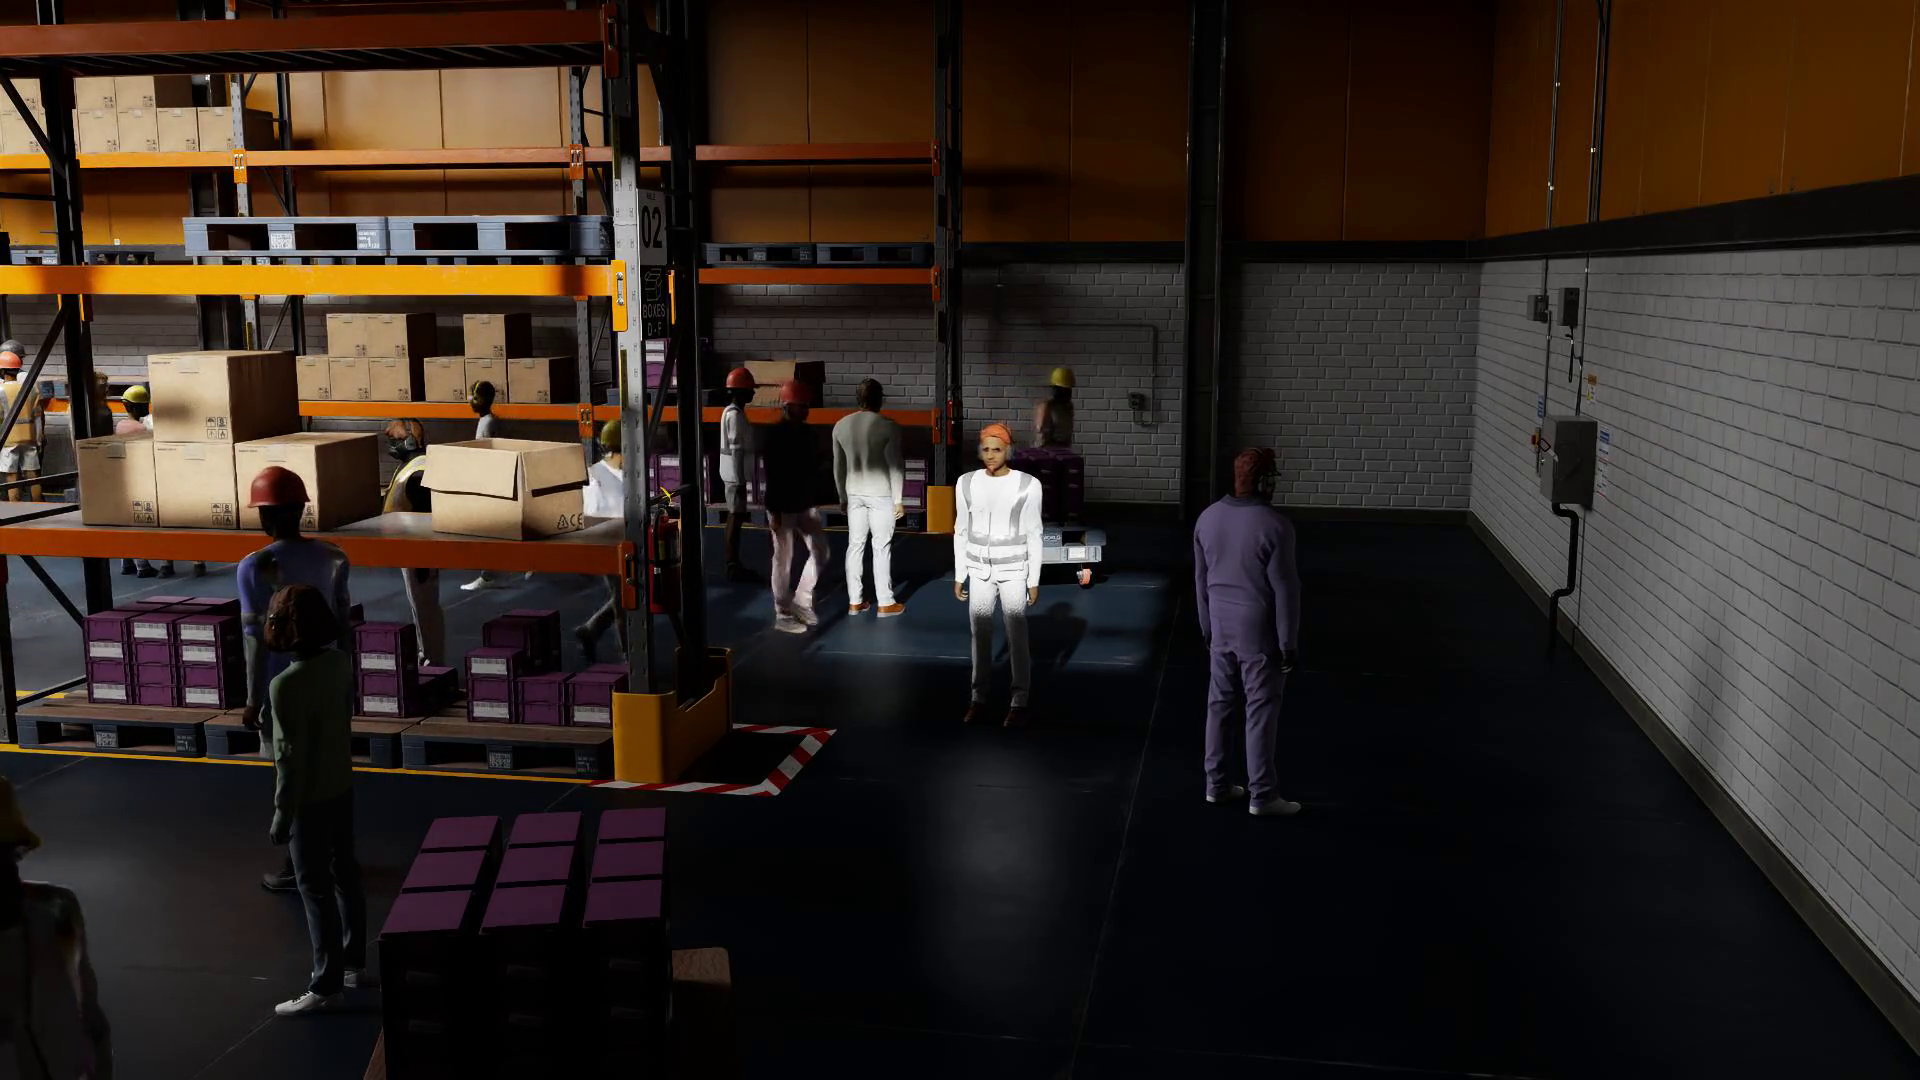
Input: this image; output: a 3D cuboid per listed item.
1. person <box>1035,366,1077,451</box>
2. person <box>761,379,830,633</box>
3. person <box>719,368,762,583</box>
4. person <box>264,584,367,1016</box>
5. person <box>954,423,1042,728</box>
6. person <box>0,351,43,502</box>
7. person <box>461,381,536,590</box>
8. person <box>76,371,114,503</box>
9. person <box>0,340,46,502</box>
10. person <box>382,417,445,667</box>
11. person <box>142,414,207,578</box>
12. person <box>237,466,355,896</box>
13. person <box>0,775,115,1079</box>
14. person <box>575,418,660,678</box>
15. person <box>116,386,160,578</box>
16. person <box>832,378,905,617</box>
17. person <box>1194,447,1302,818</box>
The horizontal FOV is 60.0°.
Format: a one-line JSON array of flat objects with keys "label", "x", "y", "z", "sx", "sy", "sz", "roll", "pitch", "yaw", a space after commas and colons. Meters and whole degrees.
[{"label": "person", "x": 0.896, "y": -0.831, "z": 16.792, "sx": 0.934, "sy": 1.875, "sz": 0.642, "roll": 8, "pitch": 12, "yaw": 40}, {"label": "person", "x": -1.278, "y": -0.254, "z": 12.865, "sx": 0.443, "sy": 1.980, "sz": 0.621, "roll": 8, "pitch": 12, "yaw": 41}, {"label": "person", "x": -1.983, "y": -0.585, "z": 15.031, "sx": 0.377, "sy": 1.938, "sz": 0.547, "roll": -2, "pitch": 9, "yaw": -10}, {"label": "person", "x": -2.449, "y": 0.975, "z": 6.297, "sx": 0.279, "sy": 1.633, "sz": 0.501, "roll": 1, "pitch": 9, "yaw": 5}, {"label": "person", "x": 0.233, "y": 0.216, "z": 10.261, "sx": 0.577, "sy": 1.877, "sz": 0.351, "roll": 4, "pitch": 10, "yaw": 22}, {"label": "person", "x": -10.255, "y": -1.076, "z": 18.067, "sx": 0.346, "sy": 1.942, "sz": 0.550, "roll": 6, "pitch": 11, "yaw": 32}, {"label": "person", "x": -4.082, "y": -0.487, "z": 14.717, "sx": 0.649, "sy": 1.848, "sz": 0.549, "roll": -2, "pitch": 9, "yaw": -14}, {"label": "person", "x": -8.624, "y": -0.773, "z": 16.569, "sx": 0.829, "sy": 1.821, "sz": 0.536, "roll": 3, "pitch": 10, "yaw": 17}, {"label": "person", "x": -10.661, "y": -1.255, "z": 18.868, "sx": 0.682, "sy": 2.000, "sz": 0.537, "roll": 1, "pitch": 9, "yaw": 5}, {"label": "person", "x": -3.651, "y": 0.092, "z": 11.164, "sx": 0.428, "sy": 1.836, "sz": 0.625, "roll": -4, "pitch": 10, "yaw": -22}, {"label": "person", "x": -7.161, "y": -0.564, "z": 15.229, "sx": 0.600, "sy": 1.829, "sz": 0.404, "roll": -3, "pitch": 10, "yaw": -18}, {"label": "person", "x": -3.008, "y": 0.629, "z": 7.507, "sx": 0.378, "sy": 1.932, "sz": 0.551, "roll": 5, "pitch": 11, "yaw": 31}, {"label": "person", "x": -2.109, "y": 1.332, "z": 3.536, "sx": 0.765, "sy": 1.814, "sz": 0.593, "roll": 3, "pitch": 10, "yaw": 20}, {"label": "person", "x": -2.408, "y": 0.046, "z": 11.533, "sx": 0.776, "sy": 1.808, "sz": 0.599, "roll": 5, "pitch": 10, "yaw": 28}, {"label": "person", "x": -7.549, "y": -0.537, "z": 15.308, "sx": 0.522, "sy": 1.758, "sz": 0.350, "roll": 7, "pitch": 11, "yaw": 36}, {"label": "person", "x": -0.730, "y": -0.340, "z": 13.510, "sx": 0.627, "sy": 1.940, "sz": 0.371, "roll": 5, "pitch": 10, "yaw": 26}, {"label": "person", "x": 1.506, "y": 0.472, "z": 8.575, "sx": 0.408, "sy": 1.908, "sz": 0.645, "roll": -8, "pitch": 12, "yaw": -39}]
